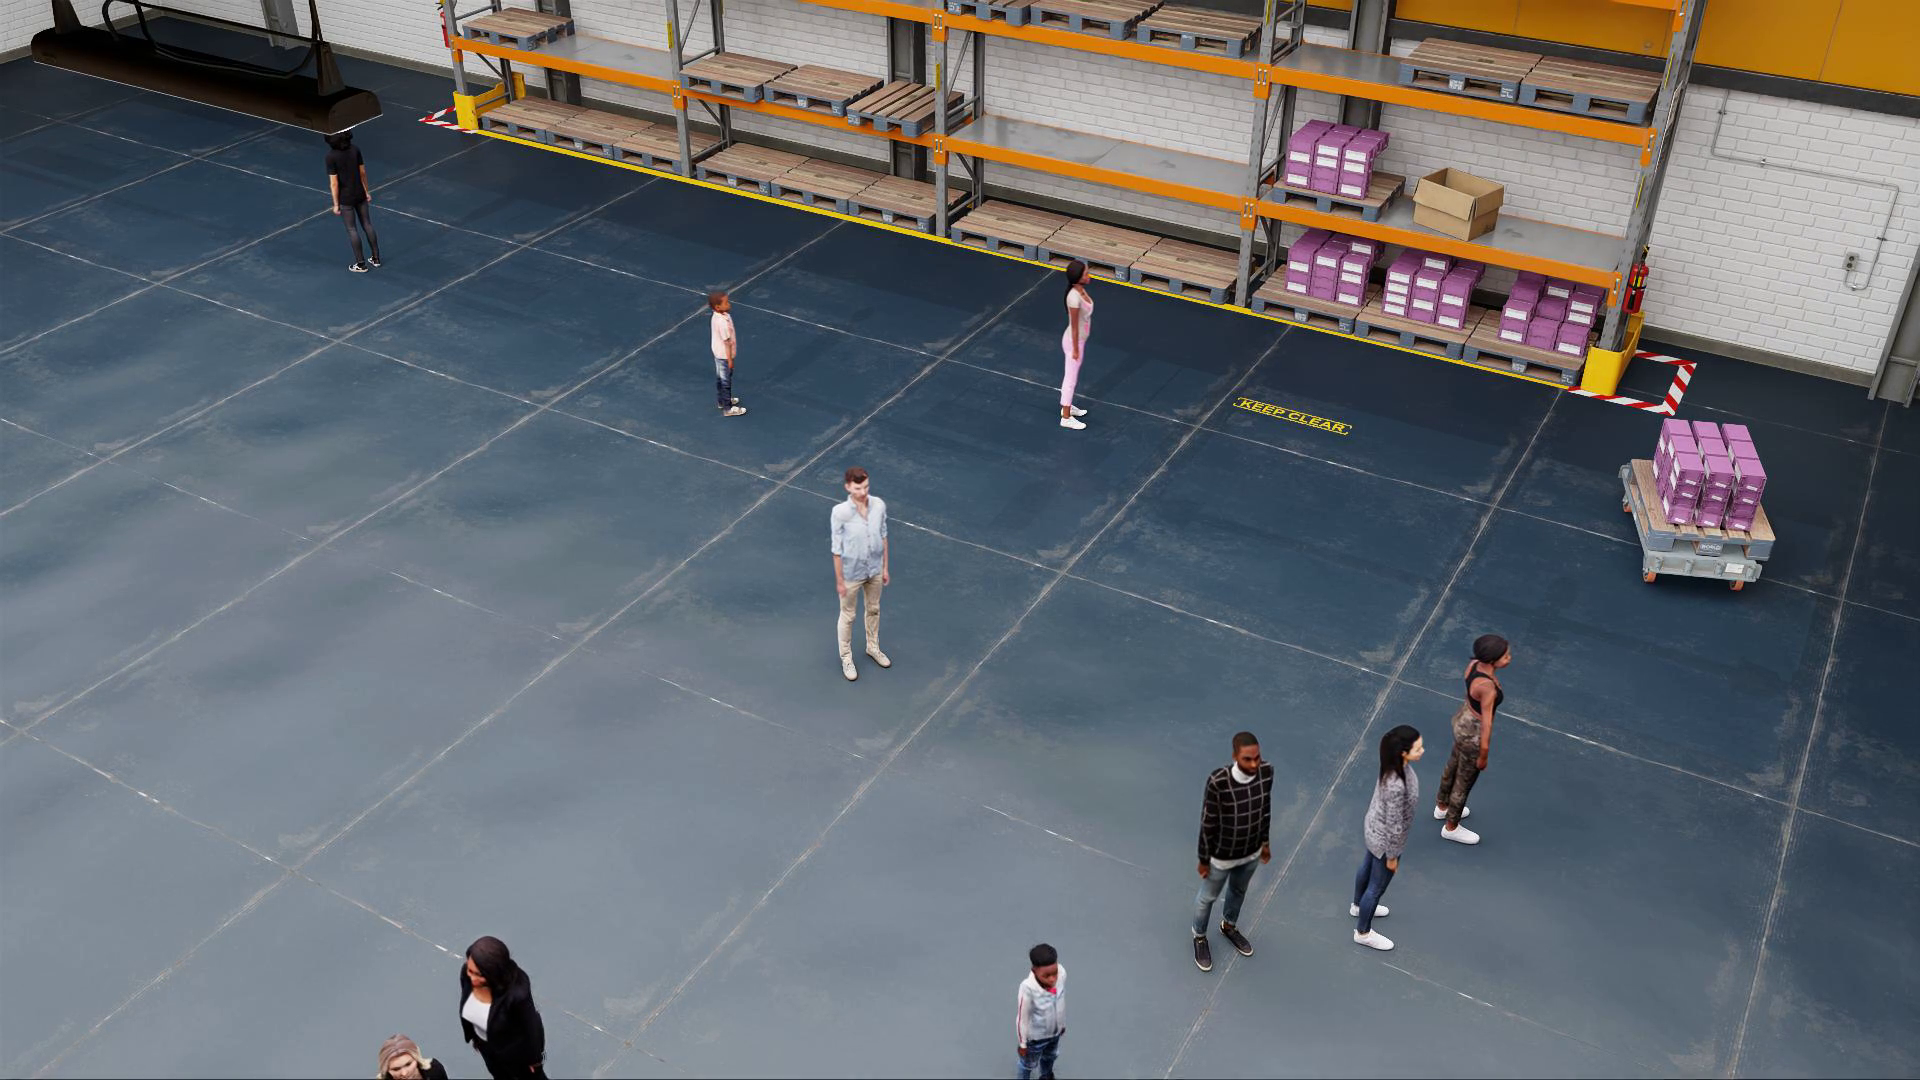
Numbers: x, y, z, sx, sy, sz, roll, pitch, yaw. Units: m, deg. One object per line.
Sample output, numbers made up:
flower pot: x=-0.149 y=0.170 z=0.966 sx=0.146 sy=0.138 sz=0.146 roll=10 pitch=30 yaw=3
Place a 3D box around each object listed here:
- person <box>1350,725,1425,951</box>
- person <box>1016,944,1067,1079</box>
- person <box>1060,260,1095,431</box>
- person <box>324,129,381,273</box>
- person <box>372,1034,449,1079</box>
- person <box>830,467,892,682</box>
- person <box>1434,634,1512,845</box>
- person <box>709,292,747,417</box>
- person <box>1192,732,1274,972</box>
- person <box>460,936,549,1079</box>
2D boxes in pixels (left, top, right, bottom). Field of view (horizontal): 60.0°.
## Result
person: x=2.741 y=1.875 z=10.710 sx=0.656 sy=1.732 sz=0.688 roll=4 pitch=34 yaw=6
person: x=0.478 y=2.822 z=9.712 sx=0.561 sy=1.260 sz=0.594 roll=-19 pitch=38 yaw=-26
person: x=1.139 y=-1.954 z=16.464 sx=0.628 sy=1.740 sz=0.640 roll=5 pitch=34 yaw=7
person: x=-7.157 y=-4.053 z=19.536 sx=0.564 sy=1.835 sz=0.672 roll=24 pitch=40 yaw=31
person: x=-2.824 y=3.204 z=8.752 sx=0.678 sy=1.687 sz=0.666 roll=-22 pitch=40 yaw=-30
person: x=-0.783 y=0.227 z=13.086 sx=0.730 sy=1.848 sz=0.728 roll=-18 pitch=38 yaw=-25
person: x=3.553 y=1.347 z=11.535 sx=0.668 sy=1.700 sz=0.662 roll=1 pitch=34 yaw=1
person: x=-2.383 y=-1.891 z=16.760 sx=0.637 sy=1.307 sz=0.562 roll=-13 pitch=36 yaw=-19
person: x=1.724 y=1.927 z=10.553 sx=0.745 sy=1.820 sz=0.774 roll=-12 pitch=36 yaw=-18
person: x=-2.553 y=2.806 z=9.418 sx=0.581 sy=1.612 sz=0.714 roll=14 pitch=36 yaw=20
